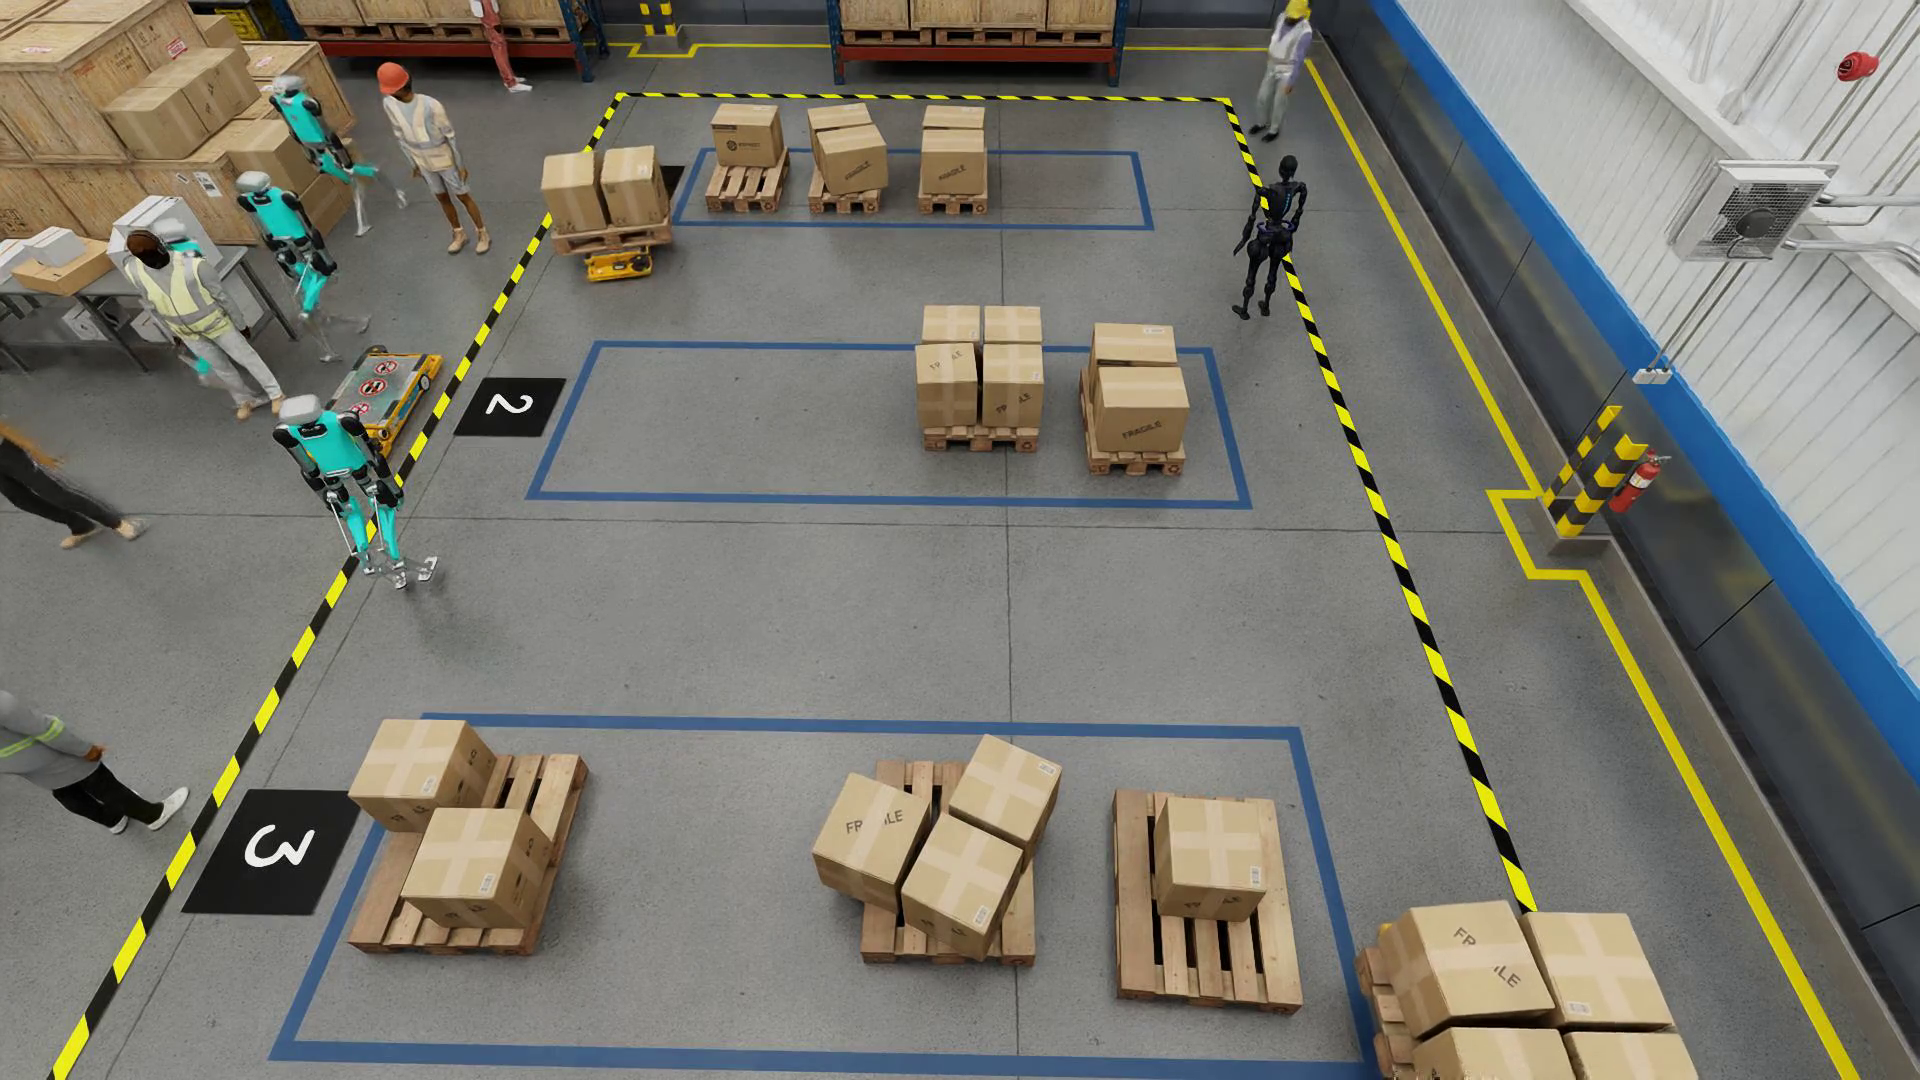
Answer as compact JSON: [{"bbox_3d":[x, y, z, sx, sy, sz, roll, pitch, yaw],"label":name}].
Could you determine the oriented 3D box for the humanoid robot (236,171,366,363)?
[{"bbox_3d":[-6.154,-2.407,8.482,0.544,1.783,1.043,1,50,1],"label":"humanoid robot"}]

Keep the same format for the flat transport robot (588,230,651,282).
[{"bbox_3d":[-3.812,-3.396,10.222,0.652,0.197,1.431,-10,51,-9],"label":"flat transport robot"}]

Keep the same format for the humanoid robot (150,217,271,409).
[{"bbox_3d":[-6.630,-1.855,7.985,0.530,1.782,0.730,34,57,25],"label":"humanoid robot"}]

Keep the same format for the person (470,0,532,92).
[{"bbox_3d":[-6.283,-7.021,12.228,0.396,1.919,0.588,-23,54,-18],"label":"person"}]

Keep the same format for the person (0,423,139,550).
[{"bbox_3d":[-7.105,-0.600,6.879,0.720,1.785,0.364,6,50,5],"label":"person"}]

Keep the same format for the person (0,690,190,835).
[{"bbox_3d":[-5.347,1.190,5.323,0.589,1.852,0.398,0,50,0],"label":"person"}]

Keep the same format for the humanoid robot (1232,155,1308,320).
[{"bbox_3d":[3.000,-2.924,8.911,0.599,1.653,0.315,-8,50,-7],"label":"humanoid robot"}]

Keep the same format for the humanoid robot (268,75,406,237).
[{"bbox_3d":[-6.726,-4.298,10.058,0.548,1.789,0.938,10,50,8],"label":"humanoid robot"}]

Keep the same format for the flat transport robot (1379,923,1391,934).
[{"bbox_3d":[2.822,2.816,4.966,0.652,0.197,1.431,1,50,1],"label":"flat transport robot"}]

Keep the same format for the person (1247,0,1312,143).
[{"bbox_3d":[3.959,-5.758,11.241,0.532,1.789,0.610,-24,54,-19],"label":"person"}]

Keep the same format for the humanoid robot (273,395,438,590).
[{"bbox_3d":[-4.268,-0.199,6.488,0.533,1.673,0.735,-12,51,-10],"label":"humanoid robot"}]

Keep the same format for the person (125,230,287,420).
[{"bbox_3d":[-6.488,-1.835,7.899,0.631,1.834,0.429,-9,50,-8],"label":"person"}]

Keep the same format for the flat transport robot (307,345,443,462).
[{"bbox_3d":[-5.383,-1.269,8.441,0.659,0.231,1.431,1,50,1],"label":"flat transport robot"}]

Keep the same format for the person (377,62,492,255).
[{"bbox_3d":[-5.455,-3.917,9.529,0.607,2.030,0.406,4,50,3],"label":"person"}]
